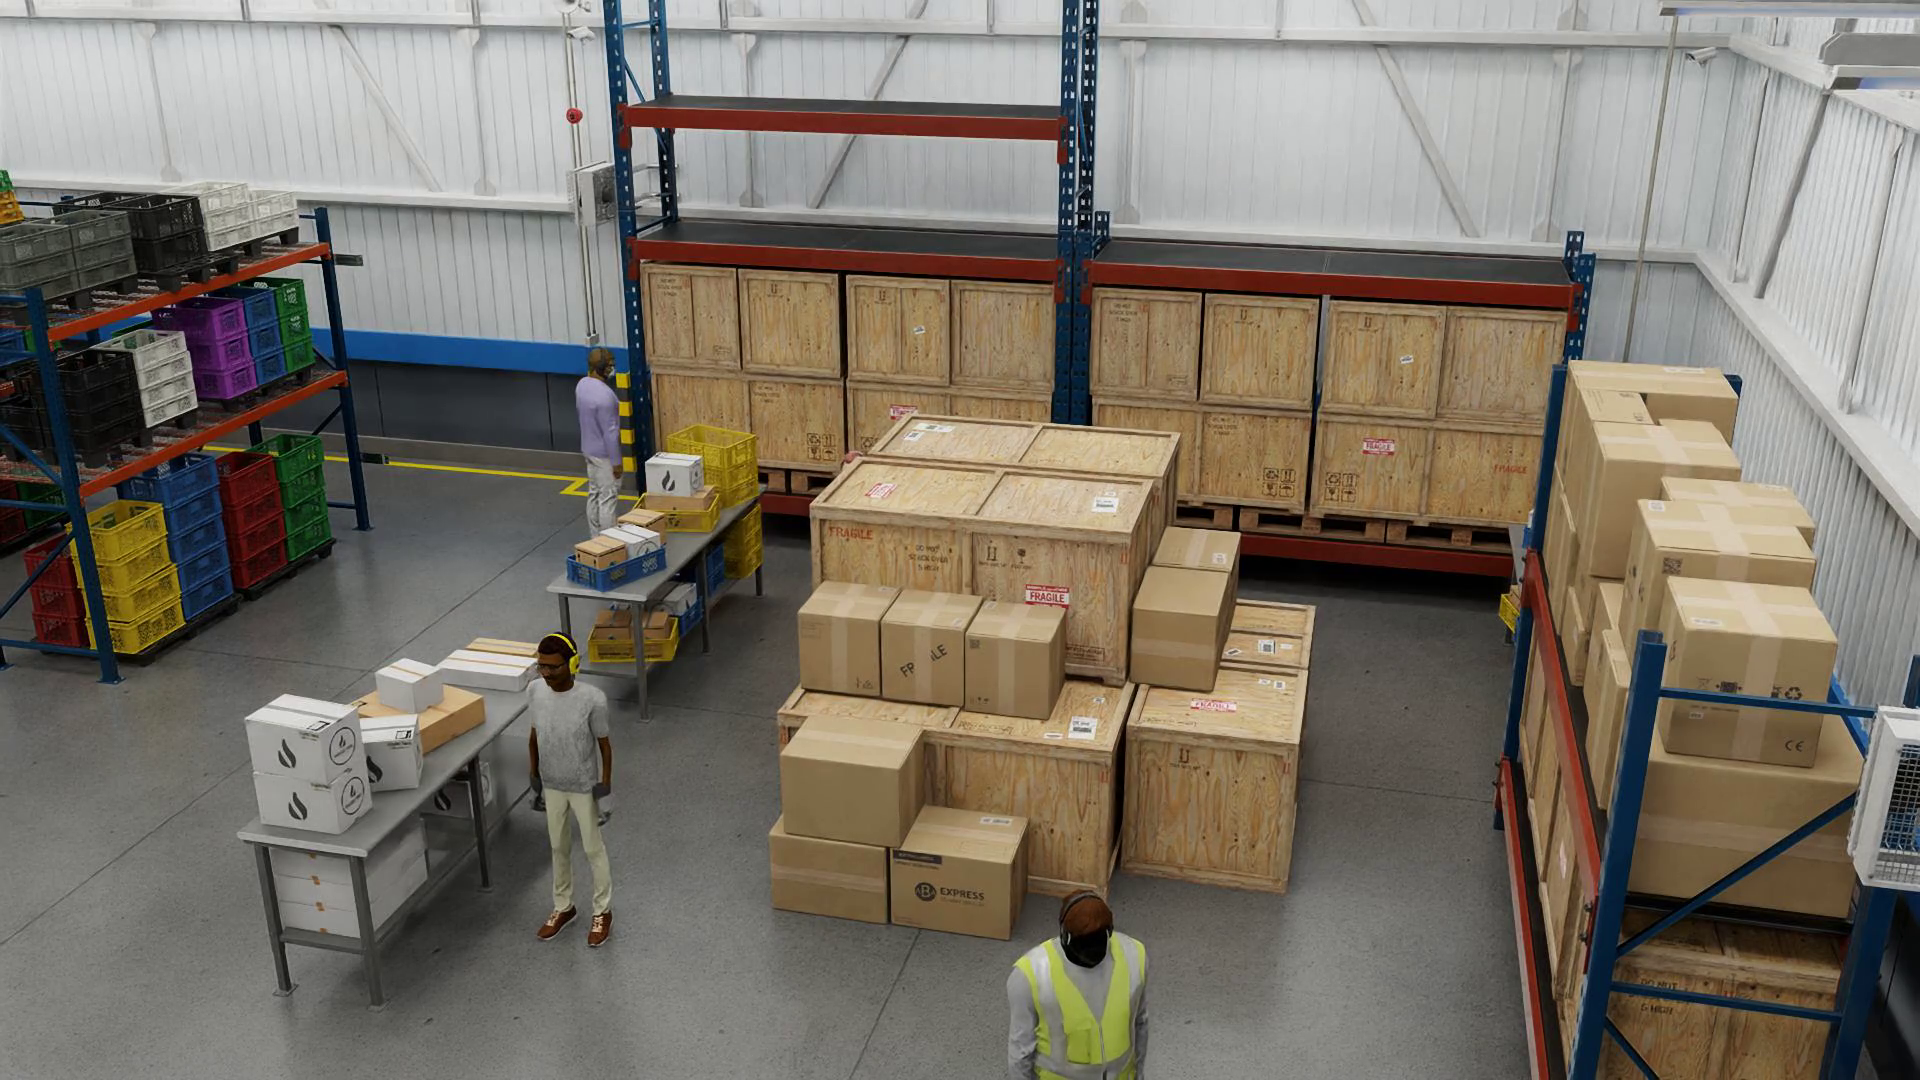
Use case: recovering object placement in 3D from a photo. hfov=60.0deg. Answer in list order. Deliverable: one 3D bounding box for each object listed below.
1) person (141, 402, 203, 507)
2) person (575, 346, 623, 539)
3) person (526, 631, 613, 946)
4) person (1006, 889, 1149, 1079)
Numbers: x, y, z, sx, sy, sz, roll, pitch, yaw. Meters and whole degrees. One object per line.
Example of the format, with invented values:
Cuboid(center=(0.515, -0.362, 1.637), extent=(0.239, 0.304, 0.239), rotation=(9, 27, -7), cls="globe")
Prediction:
Cuboid(center=(-7.187, -0.908, 15.164), extent=(0.567, 1.877, 0.350), rotation=(-15, 25, -34), cls="person")
Cuboid(center=(-3.141, -0.752, 14.666), extent=(0.370, 1.934, 0.627), rotation=(-13, 25, -31), cls="person")
Cuboid(center=(-2.163, 1.372, 9.196), extent=(0.508, 1.872, 0.329), rotation=(5, 22, 13), cls="person")
Cuboid(center=(0.503, 2.264, 6.900), extent=(0.629, 1.843, 0.429), rotation=(-8, 22, -19), cls="person")
